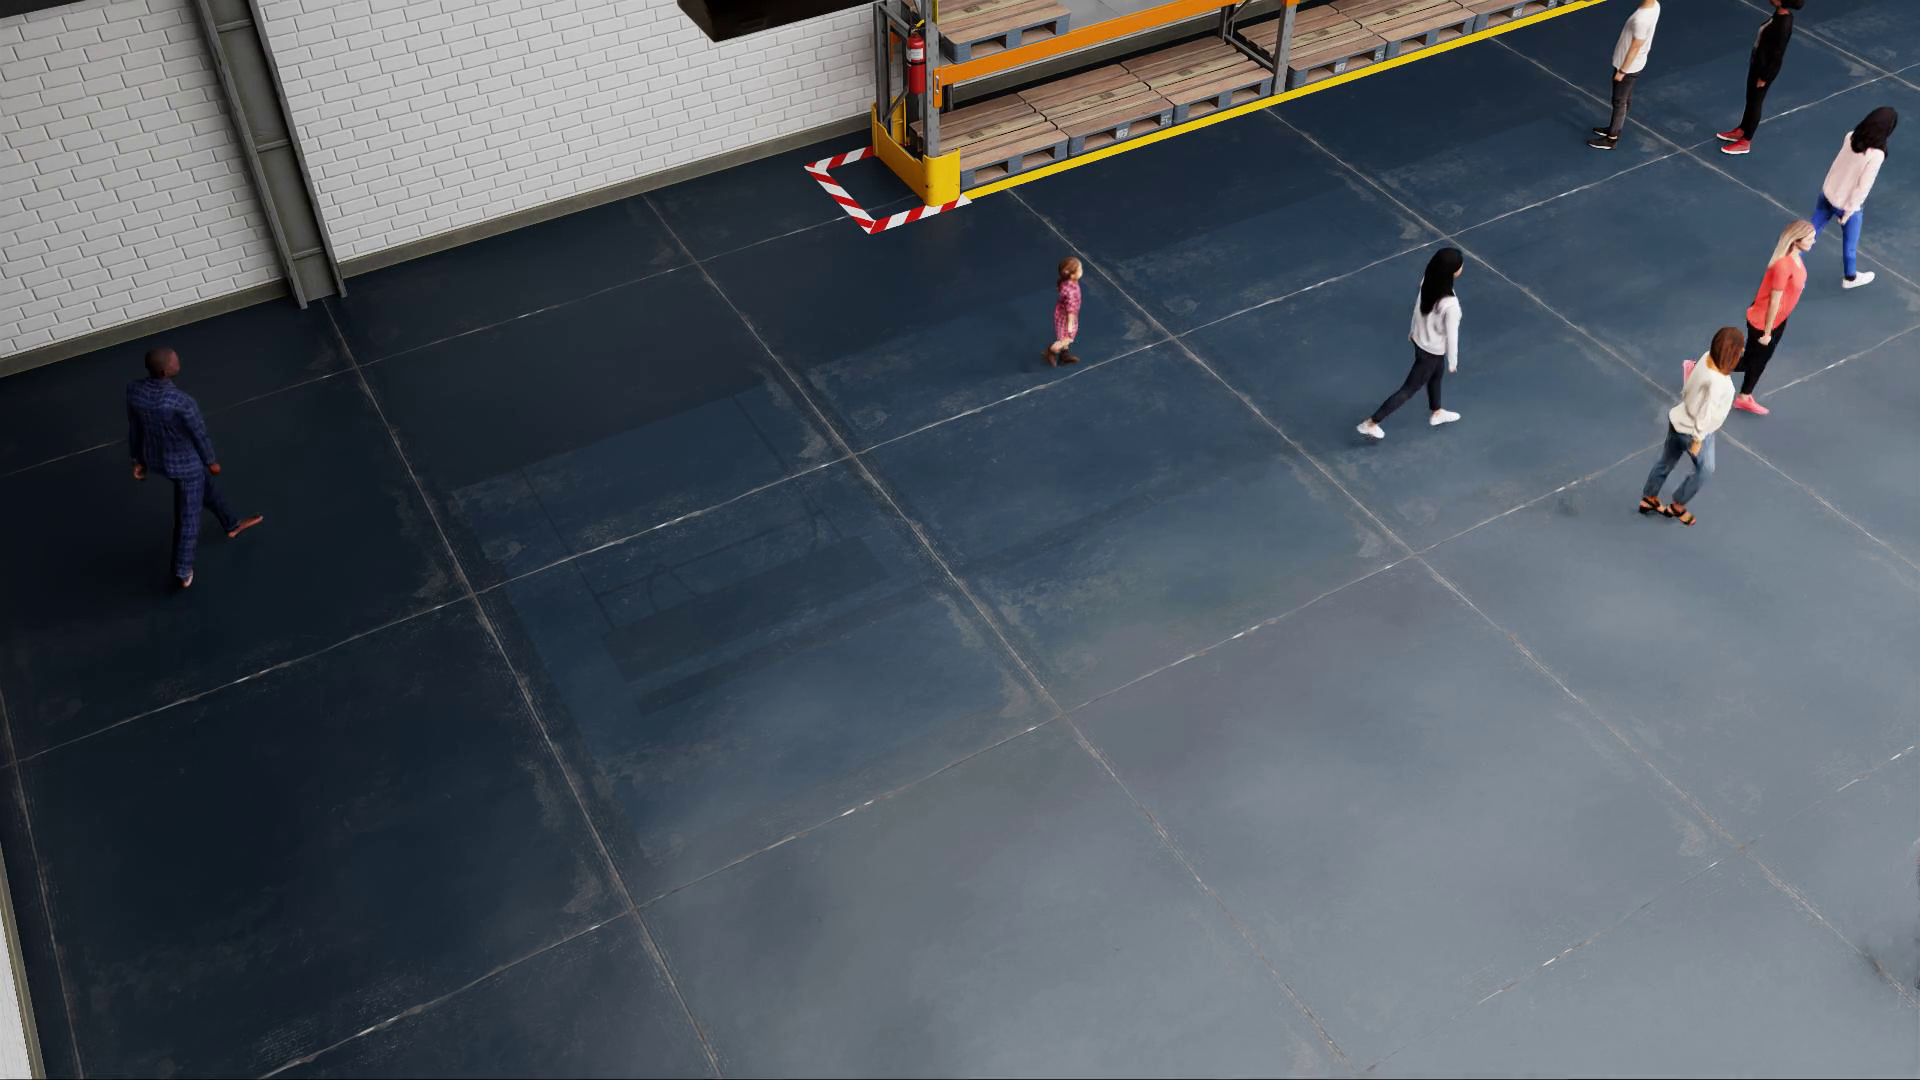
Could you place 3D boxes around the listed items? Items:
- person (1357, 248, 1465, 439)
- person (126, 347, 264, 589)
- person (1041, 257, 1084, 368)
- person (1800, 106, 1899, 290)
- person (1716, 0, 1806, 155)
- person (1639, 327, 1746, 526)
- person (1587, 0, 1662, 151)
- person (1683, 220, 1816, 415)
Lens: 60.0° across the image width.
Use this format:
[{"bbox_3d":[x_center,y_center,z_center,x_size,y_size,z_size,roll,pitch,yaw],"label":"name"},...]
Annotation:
[{"bbox_3d":[3.405,-1.414,12.348,1.194,1.662,0.853,-9,44,-9],"label":"person"},{"bbox_3d":[-5.353,-0.469,11.281,1.024,1.765,1.165,13,45,13],"label":"person"},{"bbox_3d":[0.807,-1.798,13.218,0.612,1.017,0.533,-3,44,-3],"label":"person"},{"bbox_3d":[7.167,-2.759,13.711,1.146,1.729,0.850,-10,44,-10],"label":"person"},{"bbox_3d":[7.492,-4.399,15.473,0.726,1.673,0.671,9,44,9],"label":"person"},{"bbox_3d":[5.074,-0.808,11.704,0.819,1.673,0.769,7,44,7],"label":"person"},{"bbox_3d":[6.265,-4.478,15.524,0.765,1.717,0.645,22,48,21],"label":"person"},{"bbox_3d":[6.023,-1.689,12.622,0.927,1.681,0.979,23,48,23],"label":"person"}]
